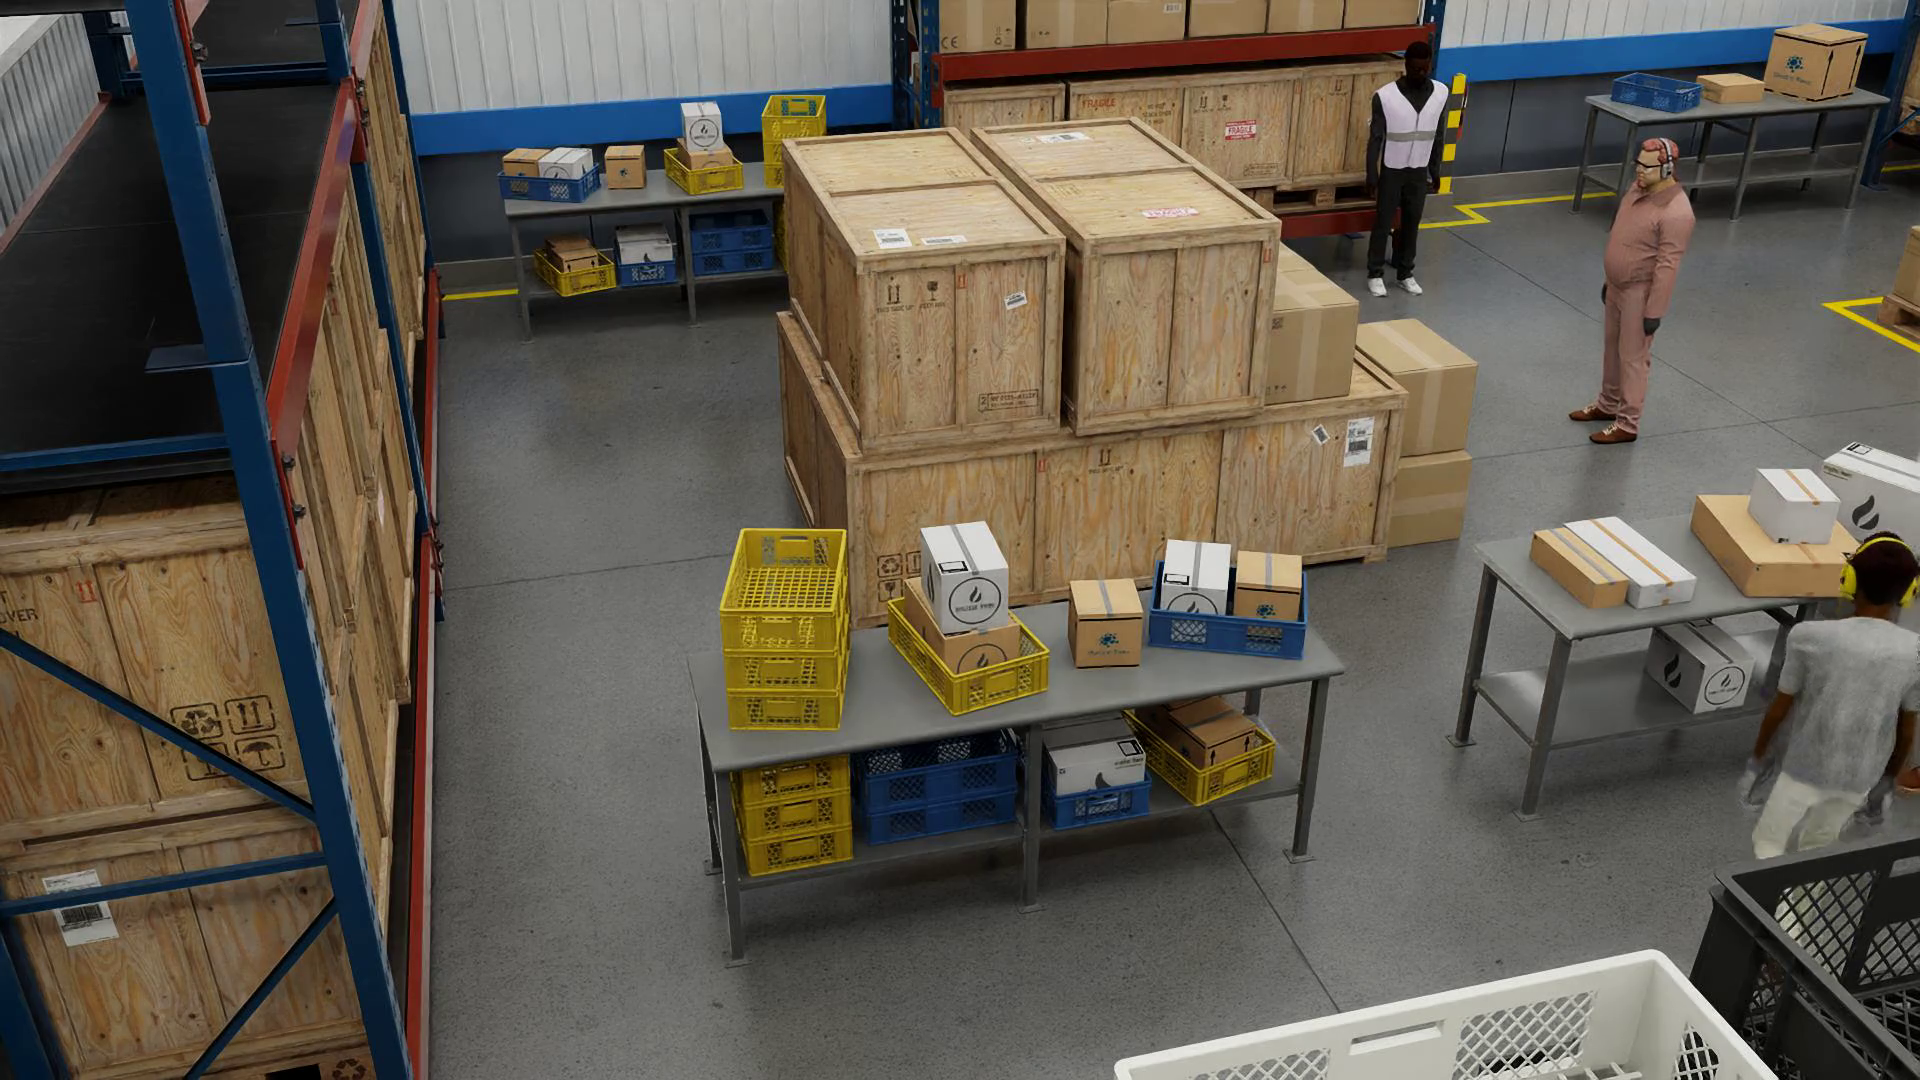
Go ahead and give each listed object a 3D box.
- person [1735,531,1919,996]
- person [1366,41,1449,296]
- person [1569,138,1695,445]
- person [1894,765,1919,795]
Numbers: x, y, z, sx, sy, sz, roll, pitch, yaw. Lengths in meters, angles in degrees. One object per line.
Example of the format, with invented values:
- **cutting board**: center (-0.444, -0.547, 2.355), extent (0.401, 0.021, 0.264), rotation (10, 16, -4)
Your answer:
- **person**: center (3.076, 0.858, 5.910), extent (0.535, 1.839, 0.587), rotation (6, 29, 10)
- **person**: center (3.305, -2.769, 12.436), extent (0.600, 1.906, 0.410), rotation (-7, 30, -12)
- **person**: center (4.115, -1.516, 10.173), extent (0.401, 1.900, 0.647), rotation (-2, 29, -3)
- **person**: center (4.277, 0.363, 6.769), extent (0.358, 1.885, 0.572), rotation (-1, 29, -2)
